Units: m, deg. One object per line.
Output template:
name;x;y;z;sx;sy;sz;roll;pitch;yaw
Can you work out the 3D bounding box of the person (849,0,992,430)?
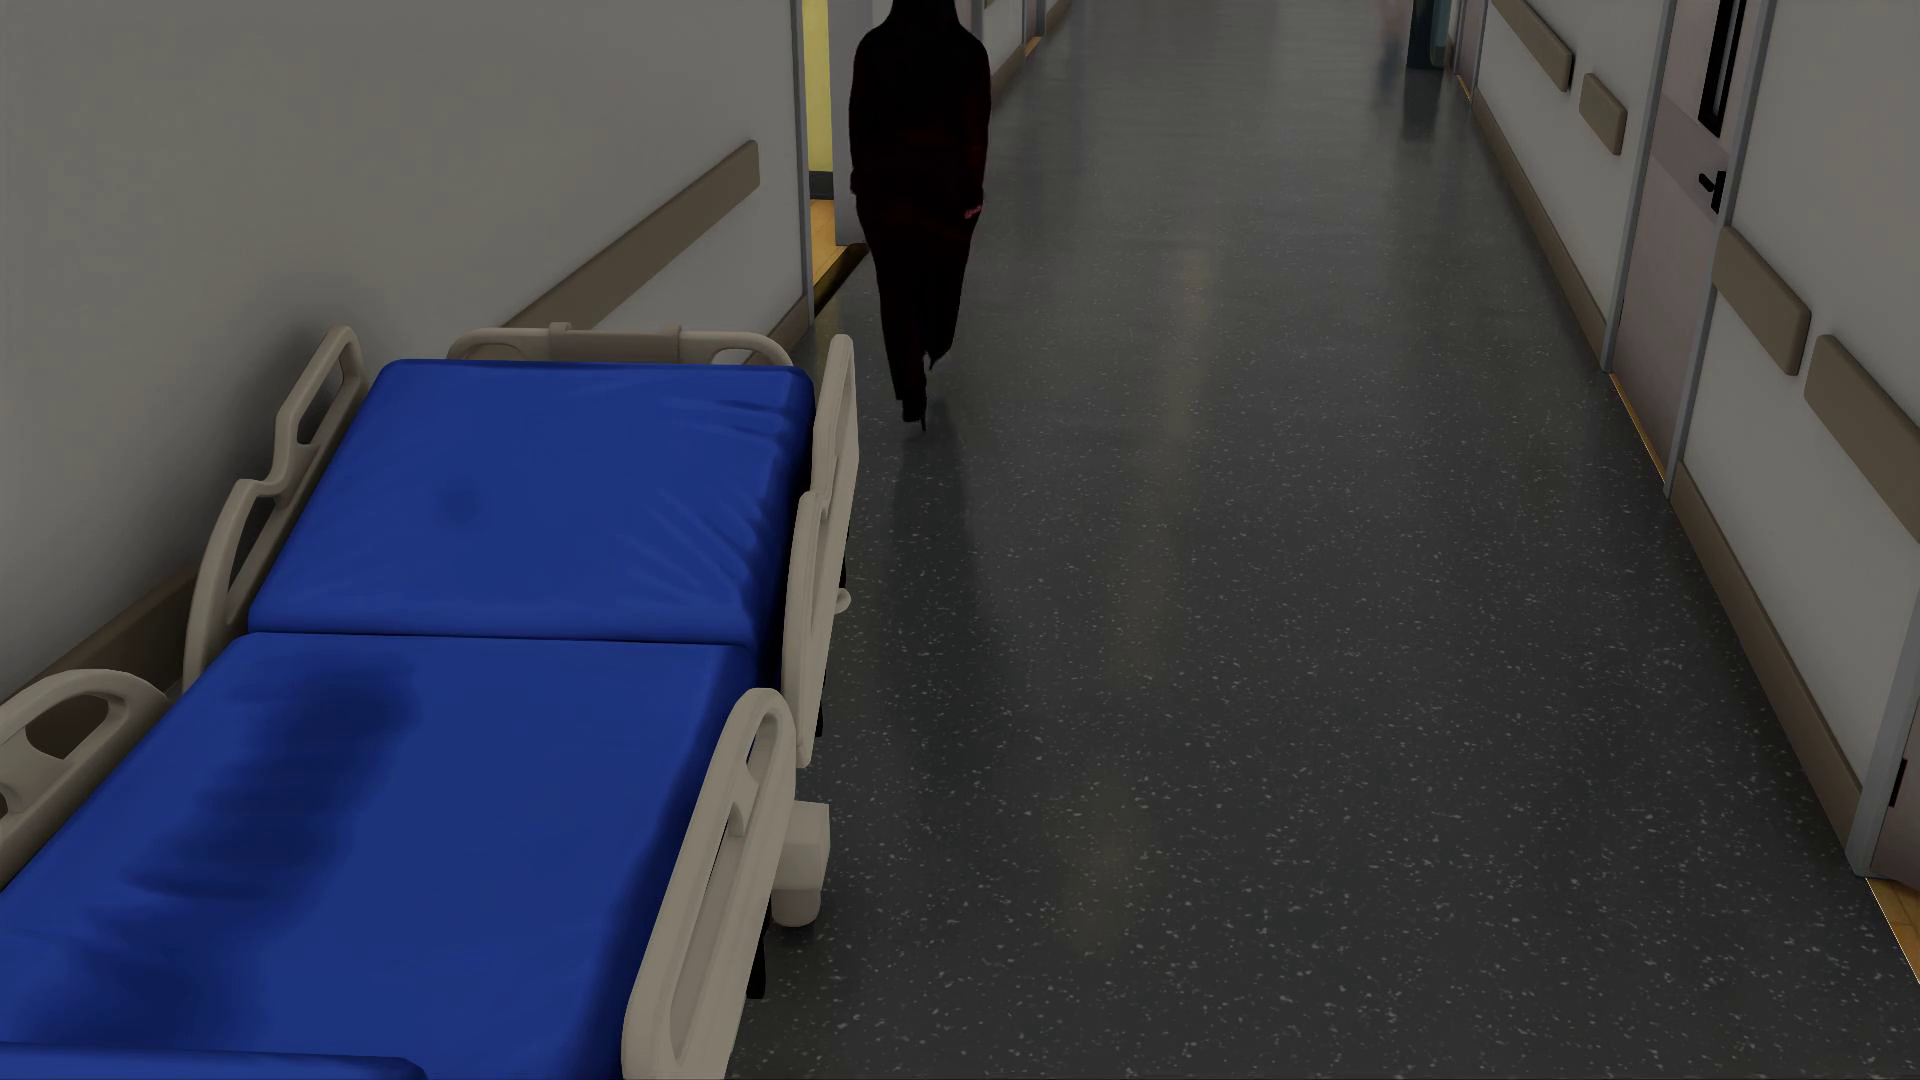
person;-0.144;-1.240;6.163;1.076;1.710;0.925;-3;26;-6
